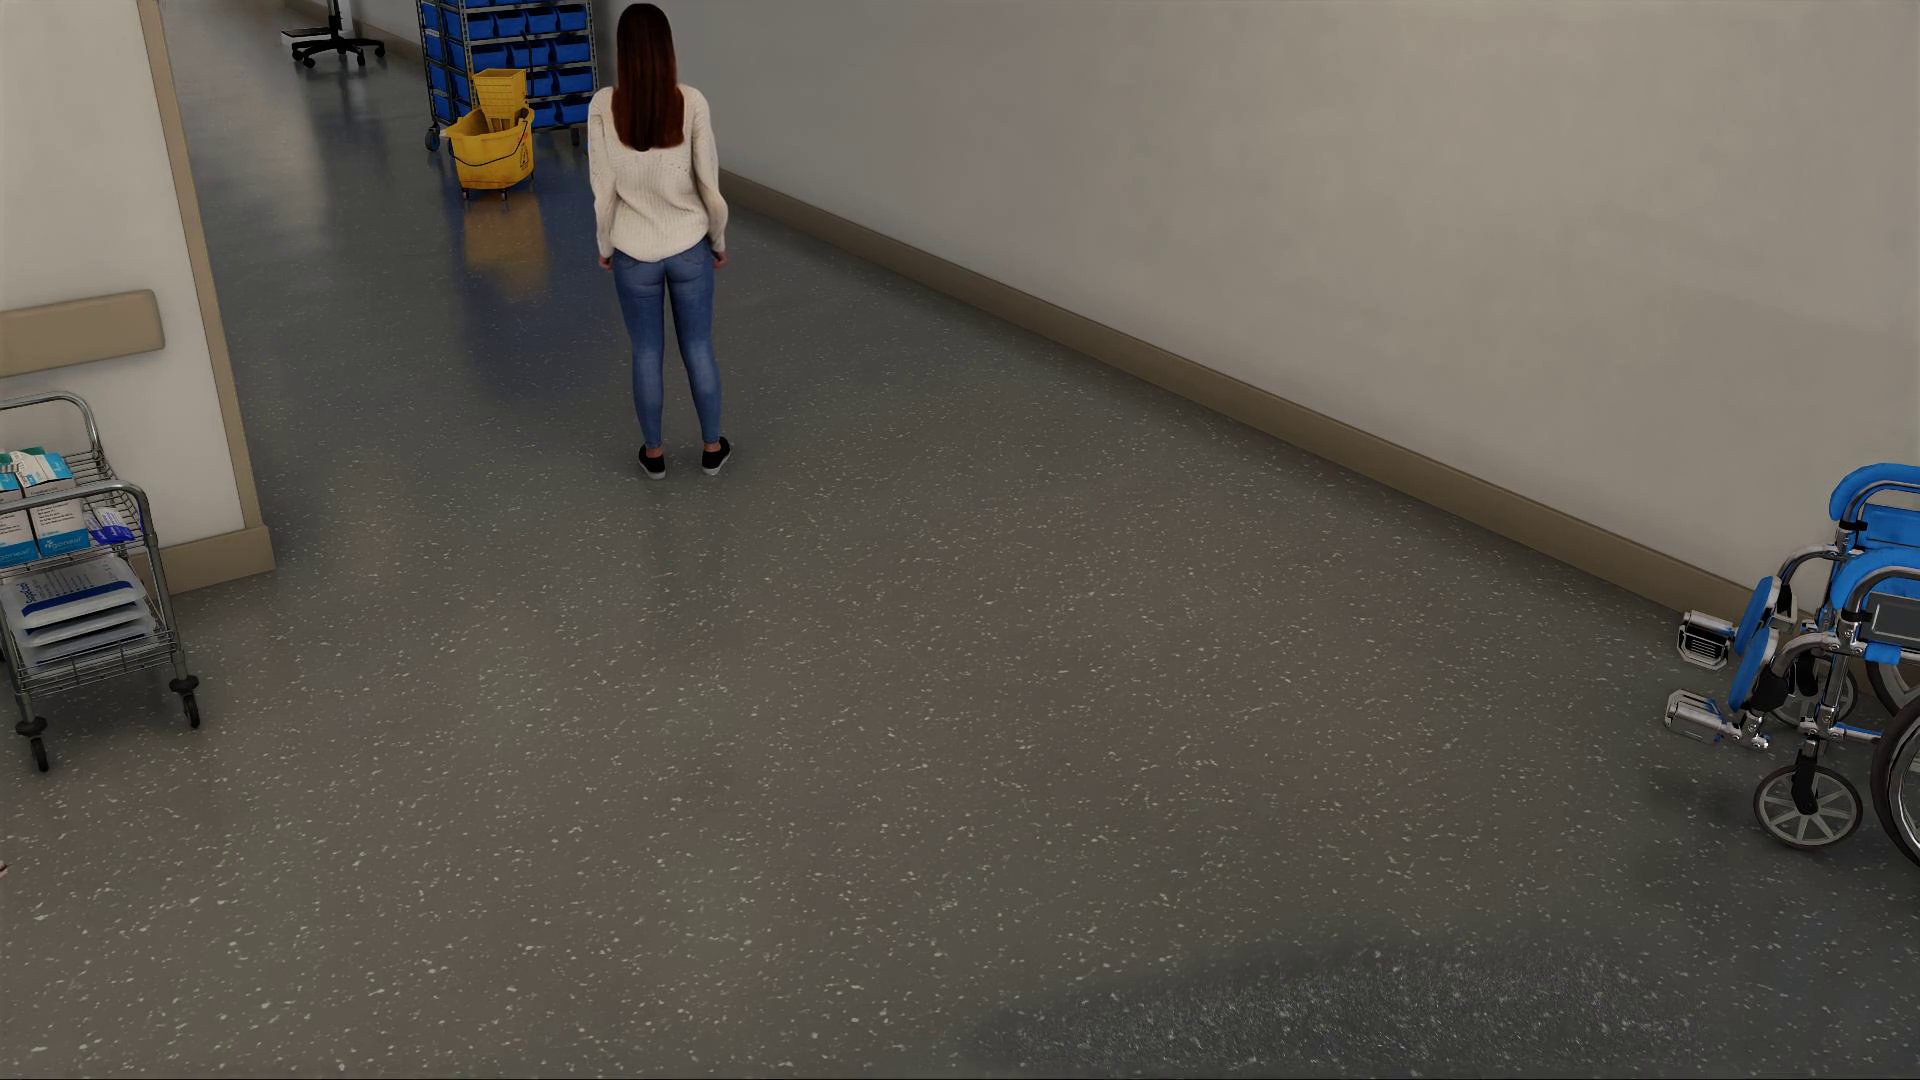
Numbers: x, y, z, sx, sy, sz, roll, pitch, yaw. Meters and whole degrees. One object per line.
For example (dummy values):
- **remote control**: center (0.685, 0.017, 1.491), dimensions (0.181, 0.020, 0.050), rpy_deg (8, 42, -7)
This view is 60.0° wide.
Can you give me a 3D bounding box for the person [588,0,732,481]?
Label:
- **person**: center (-1.064, -1.042, 5.947), dimensions (0.638, 1.693, 0.765), rpy_deg (-4, 26, -8)
